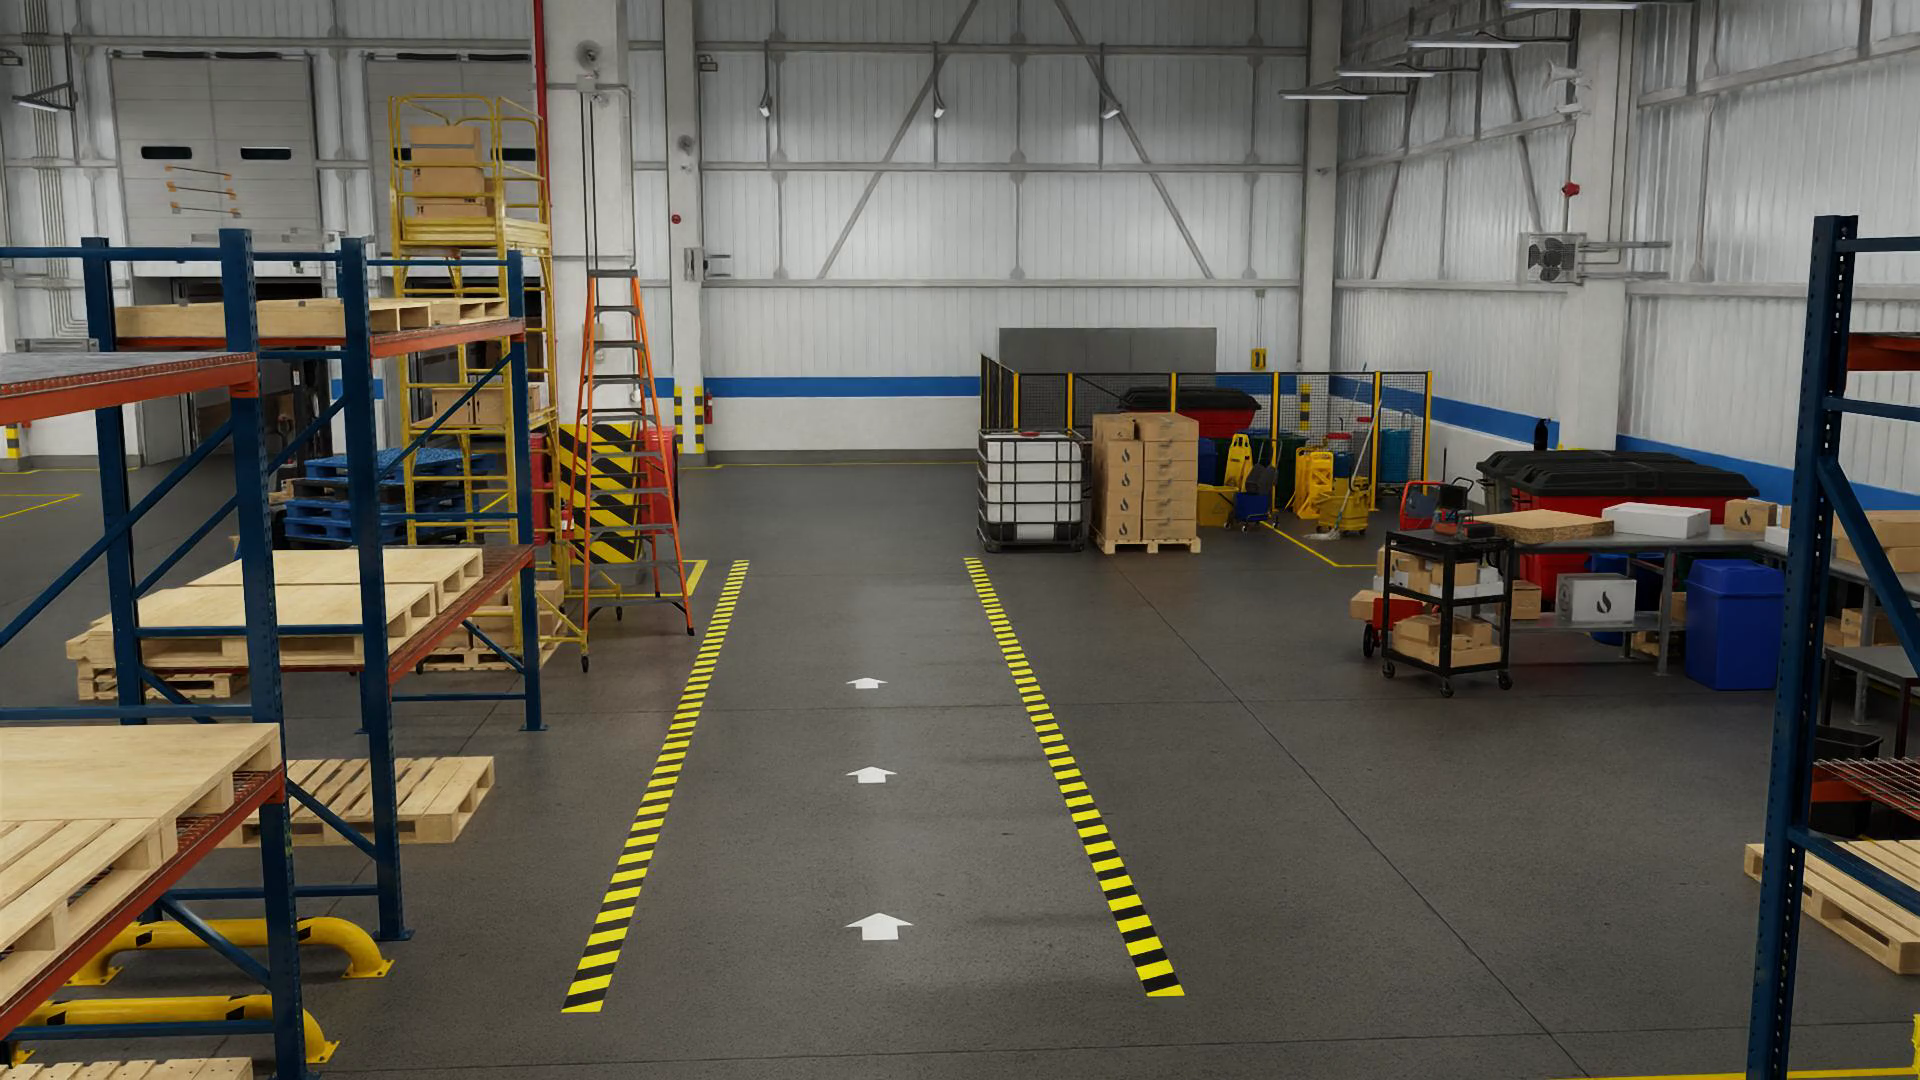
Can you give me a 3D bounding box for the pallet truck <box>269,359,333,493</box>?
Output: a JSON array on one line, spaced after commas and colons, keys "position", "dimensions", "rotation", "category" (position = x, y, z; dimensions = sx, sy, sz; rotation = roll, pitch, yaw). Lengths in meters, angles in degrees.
[{"position": [-7.062, -1.131, 18.996], "dimensions": [1.885, 1.965, 0.823], "rotation": [2, 9, 13], "category": "pallet truck"}]
